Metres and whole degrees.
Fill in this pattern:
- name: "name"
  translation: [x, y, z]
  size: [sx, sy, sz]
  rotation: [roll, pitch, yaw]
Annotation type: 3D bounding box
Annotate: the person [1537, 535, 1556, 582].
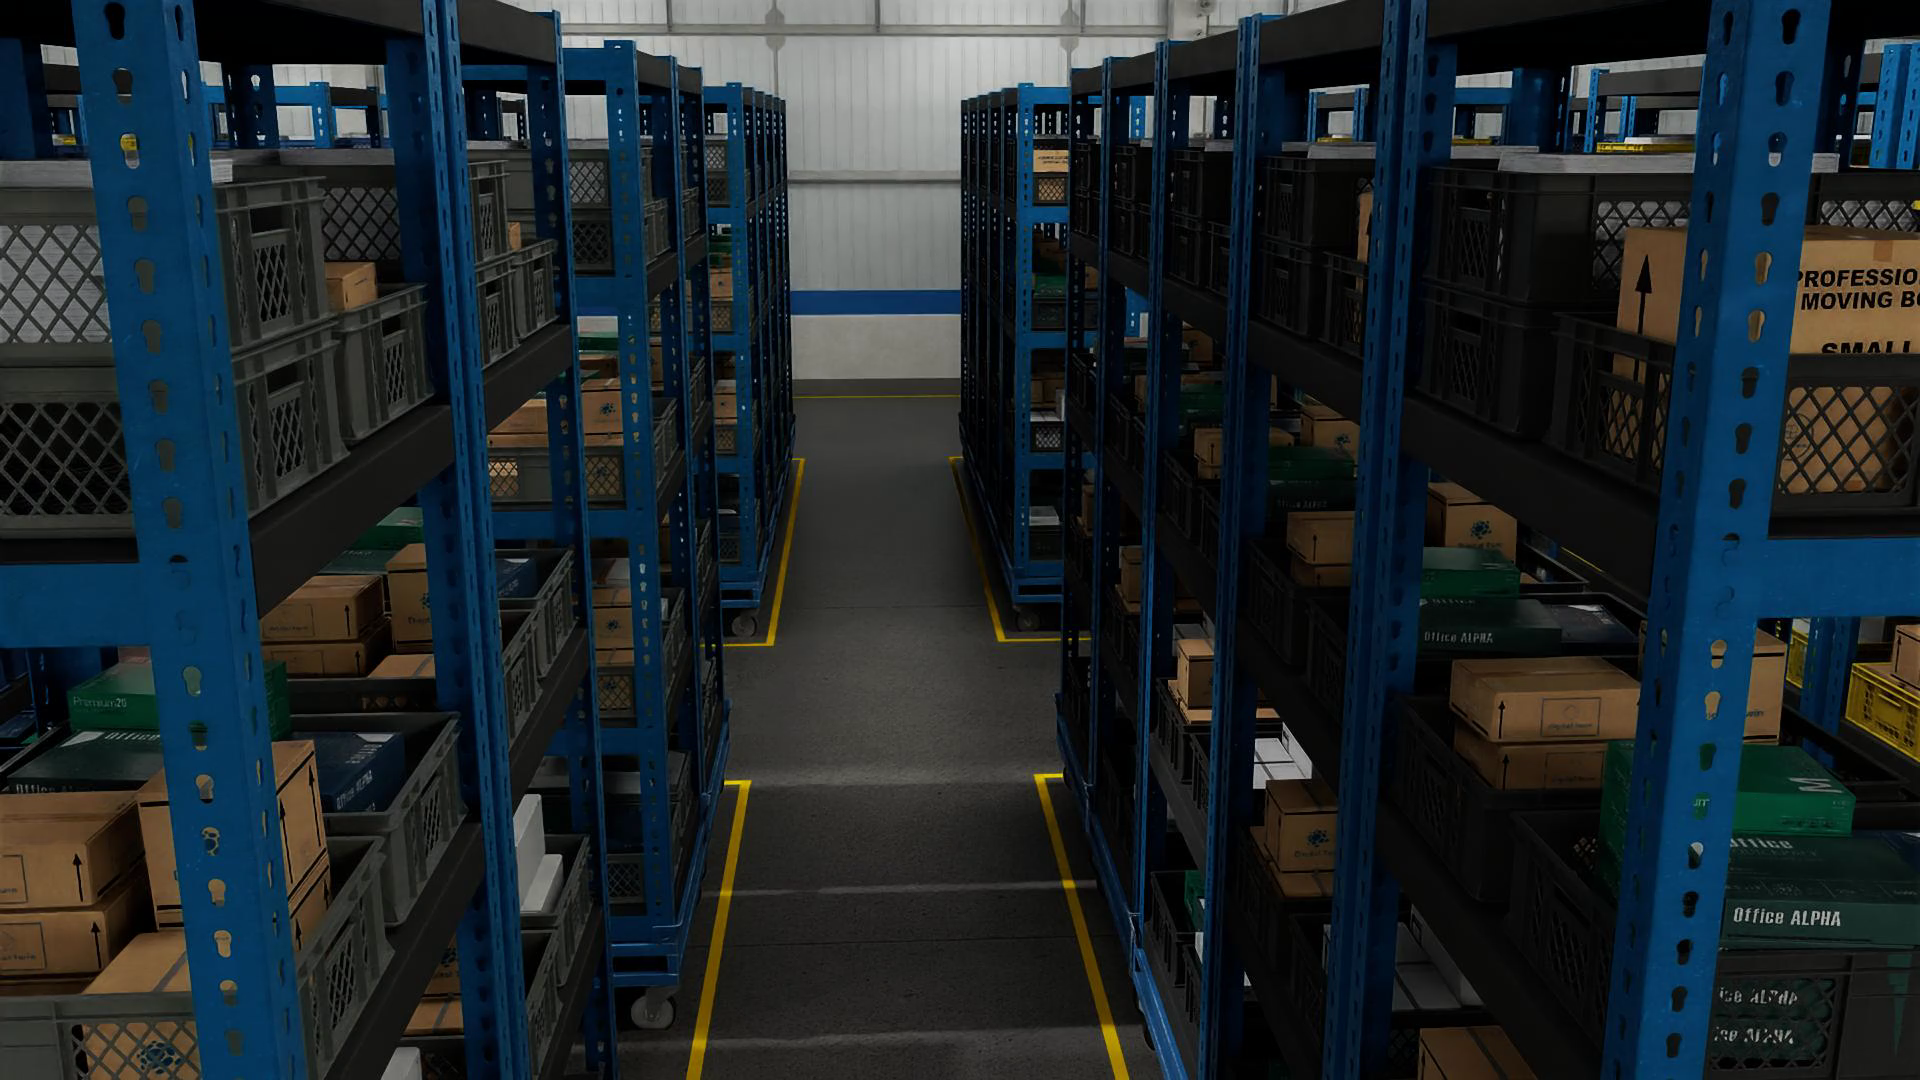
- name: "person"
  translation: [3.814, -0.137, 10.551]
  size: [0.488, 1.816, 0.610]
  rotation: [-1, 14, -3]
